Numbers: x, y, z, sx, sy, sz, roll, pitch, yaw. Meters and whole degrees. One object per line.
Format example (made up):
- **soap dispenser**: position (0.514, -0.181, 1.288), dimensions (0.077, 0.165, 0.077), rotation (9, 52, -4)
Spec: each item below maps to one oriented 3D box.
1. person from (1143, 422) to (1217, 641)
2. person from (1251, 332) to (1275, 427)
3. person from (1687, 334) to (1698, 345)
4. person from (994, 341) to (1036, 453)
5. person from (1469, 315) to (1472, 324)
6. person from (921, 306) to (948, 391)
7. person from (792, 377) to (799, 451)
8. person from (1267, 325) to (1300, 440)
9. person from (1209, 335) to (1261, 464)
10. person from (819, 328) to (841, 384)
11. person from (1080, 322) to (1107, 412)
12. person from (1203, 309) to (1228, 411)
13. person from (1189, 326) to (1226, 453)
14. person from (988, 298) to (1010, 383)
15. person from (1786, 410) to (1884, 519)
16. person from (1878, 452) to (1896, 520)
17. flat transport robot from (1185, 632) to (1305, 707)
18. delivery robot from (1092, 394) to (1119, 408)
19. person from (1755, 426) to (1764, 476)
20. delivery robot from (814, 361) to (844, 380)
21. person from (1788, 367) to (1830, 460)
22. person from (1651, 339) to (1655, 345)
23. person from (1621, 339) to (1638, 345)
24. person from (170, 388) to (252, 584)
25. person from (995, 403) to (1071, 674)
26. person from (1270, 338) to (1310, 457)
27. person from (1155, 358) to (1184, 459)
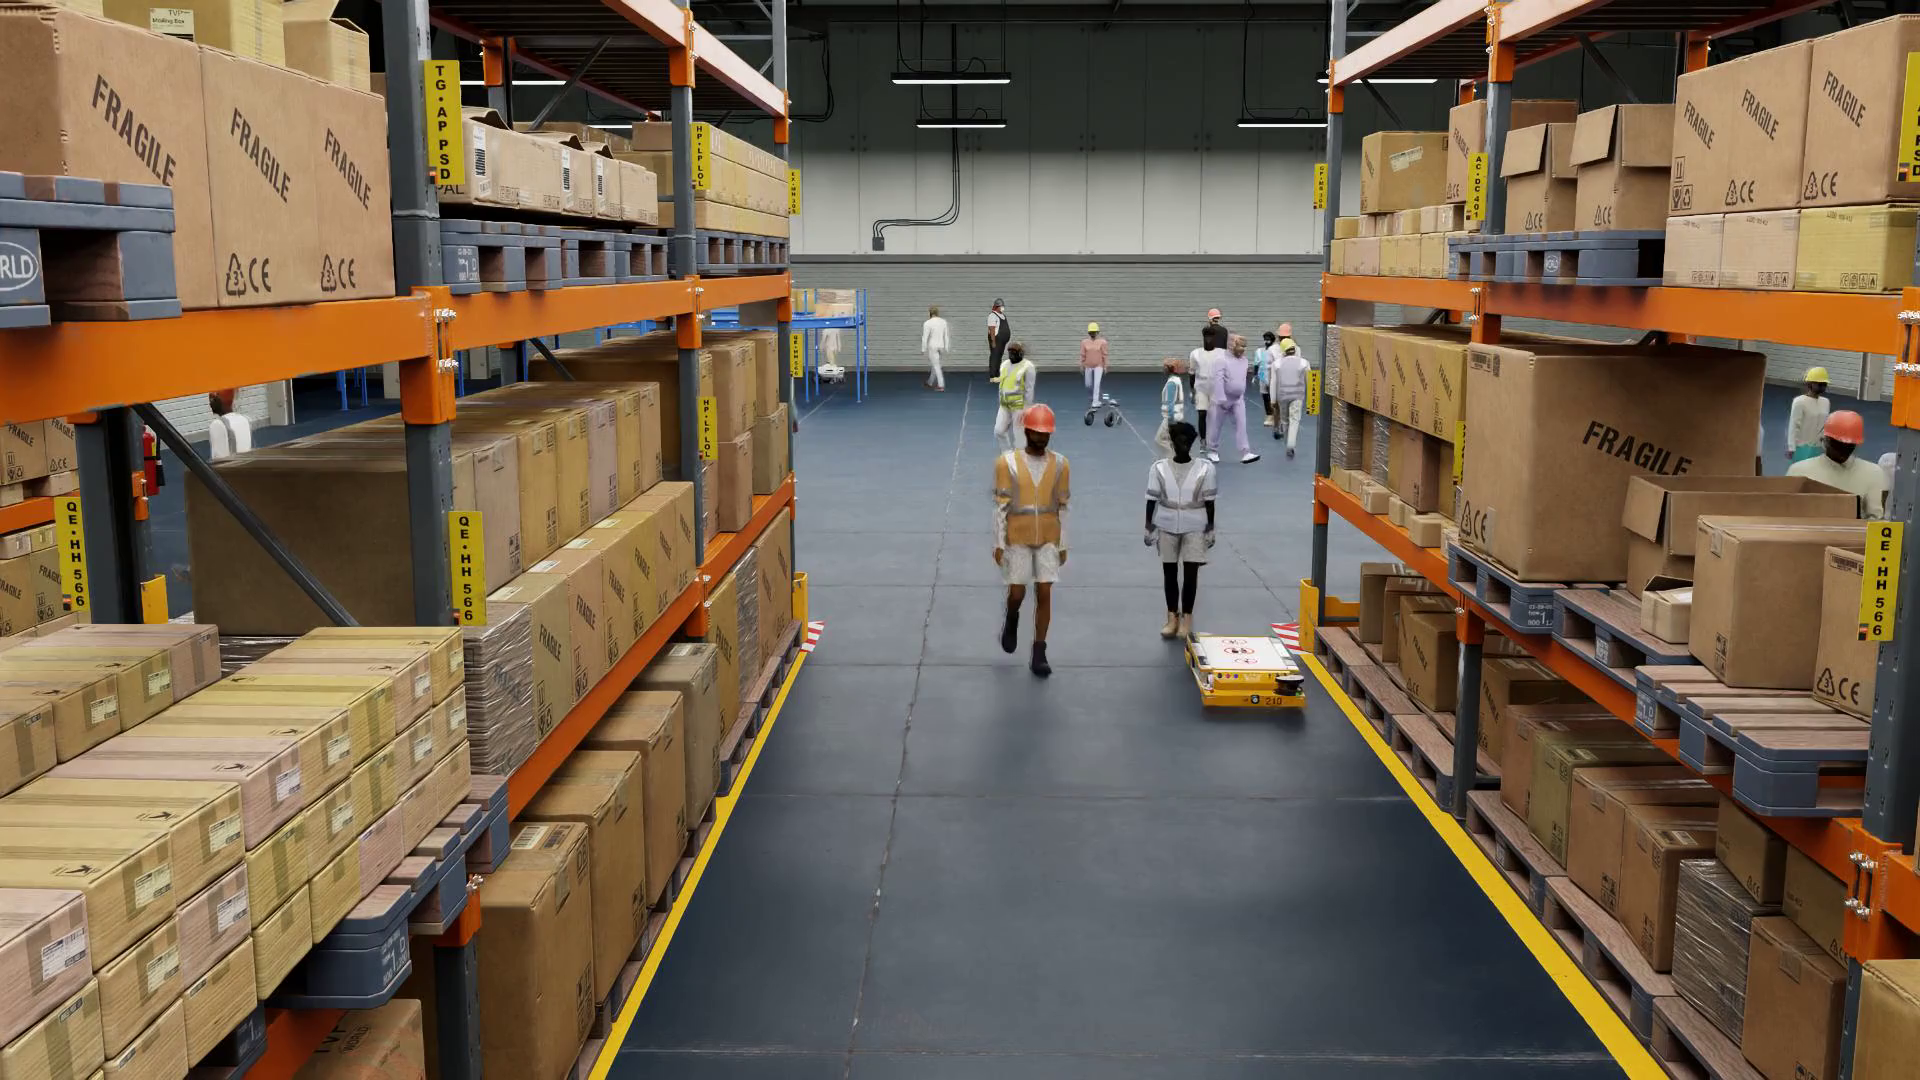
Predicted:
- **person**: position (1.684, -0.071, 12.817), dimensions (0.558, 1.680, 0.440), rotation (3, 10, 16)
- **person**: position (5.425, -2.843, 29.475), dimensions (0.538, 1.667, 0.754), rotation (6, 11, 34)
- **person**: position (11.208, -2.302, 25.592), dimensions (0.660, 1.886, 0.604), rotation (-2, 10, -9)
- **person**: position (0.746, -1.811, 22.810), dimensions (0.474, 1.831, 0.661), rotation (-9, 13, -44)
- **person**: position (12.448, -4.635, 40.318), dimensions (0.312, 1.636, 0.518), rotation (-1, 10, -6)
- **person**: position (-0.633, -4.340, 37.743), dimensions (0.649, 1.897, 0.972), rotation (-9, 13, -42)
- **person**: position (-2.164, -1.491, 20.594), dimensions (0.552, 1.929, 0.645), rotation (3, 10, 20)
- **person**: position (5.331, -2.601, 27.413), dimensions (0.560, 1.877, 1.015), rotation (2, 10, 13)
- **person**: position (3.954, -2.019, 24.019), dimensions (0.656, 1.839, 1.003), rotation (-5, 11, -26)
- **person**: position (-3.178, -4.561, 39.974), dimensions (0.801, 1.593, 0.506), rotation (7, 12, 37)
- **person**: position (2.632, -3.401, 32.616), dimensions (0.534, 1.749, 0.669), rotation (3, 10, 15)
- **person**: position (4.996, -3.553, 32.764), dimensions (0.622, 1.993, 0.384), rotation (-7, 12, -35)
- **person**: position (3.831, -2.328, 25.585), dimensions (0.615, 1.949, 0.601), rotation (2, 10, 11)
- **person**: position (0.966, -4.859, 40.575), dimensions (0.536, 2.000, 0.680), rotation (4, 10, 24)
- **person**: position (5.865, 0.068, 11.285), dimensions (0.608, 1.947, 1.039), rotation (2, 10, 12)
- **person**: position (6.838, -0.027, 12.122), dimensions (0.539, 1.832, 0.788), rotation (2, 10, 12)
- **flat transport robot**: position (1.947, 0.878, 11.503), dimensions (0.652, 0.197, 1.431), rotation (0, 9, 2)
- **delivery robot**: position (2.613, -2.506, 29.849), dimensions (0.335, 0.223, 0.698), rotation (6, 11, 34)
- **person**: position (6.767, -0.445, 14.692), dimensions (0.517, 1.818, 0.992), rotation (8, 13, 41)
- **delivery robot**: position (-3.139, -4.052, 39.907), dimensions (0.707, 0.478, 0.477), rotation (5, 11, 28)
- **person**: position (9.385, -1.020, 18.291), dimensions (0.546, 1.751, 0.449), rotation (-4, 10, -24)
- **person**: position (17.503, -4.917, 41.643), dimensions (0.322, 1.761, 0.522), rotation (-2, 10, -10)
- **person**: position (9.216, -1.842, 22.964), dimensions (0.332, 1.843, 0.518), rotation (8, 12, 40)
- **person**: position (-6.554, -0.477, 14.799), dimensions (0.982, 1.831, 0.608), rotation (1, 10, 8)
- **person**: position (0.505, -0.027, 11.861), dimensions (0.560, 1.920, 0.563), rotation (-2, 10, -11)
- **person**: position (4.971, -2.142, 24.985), dimensions (0.615, 1.785, 0.945), rotation (3, 10, 17)
- **person**: position (2.825, -1.642, 22.430), dimensions (0.386, 1.619, 0.537), rotation (2, 10, 13)
